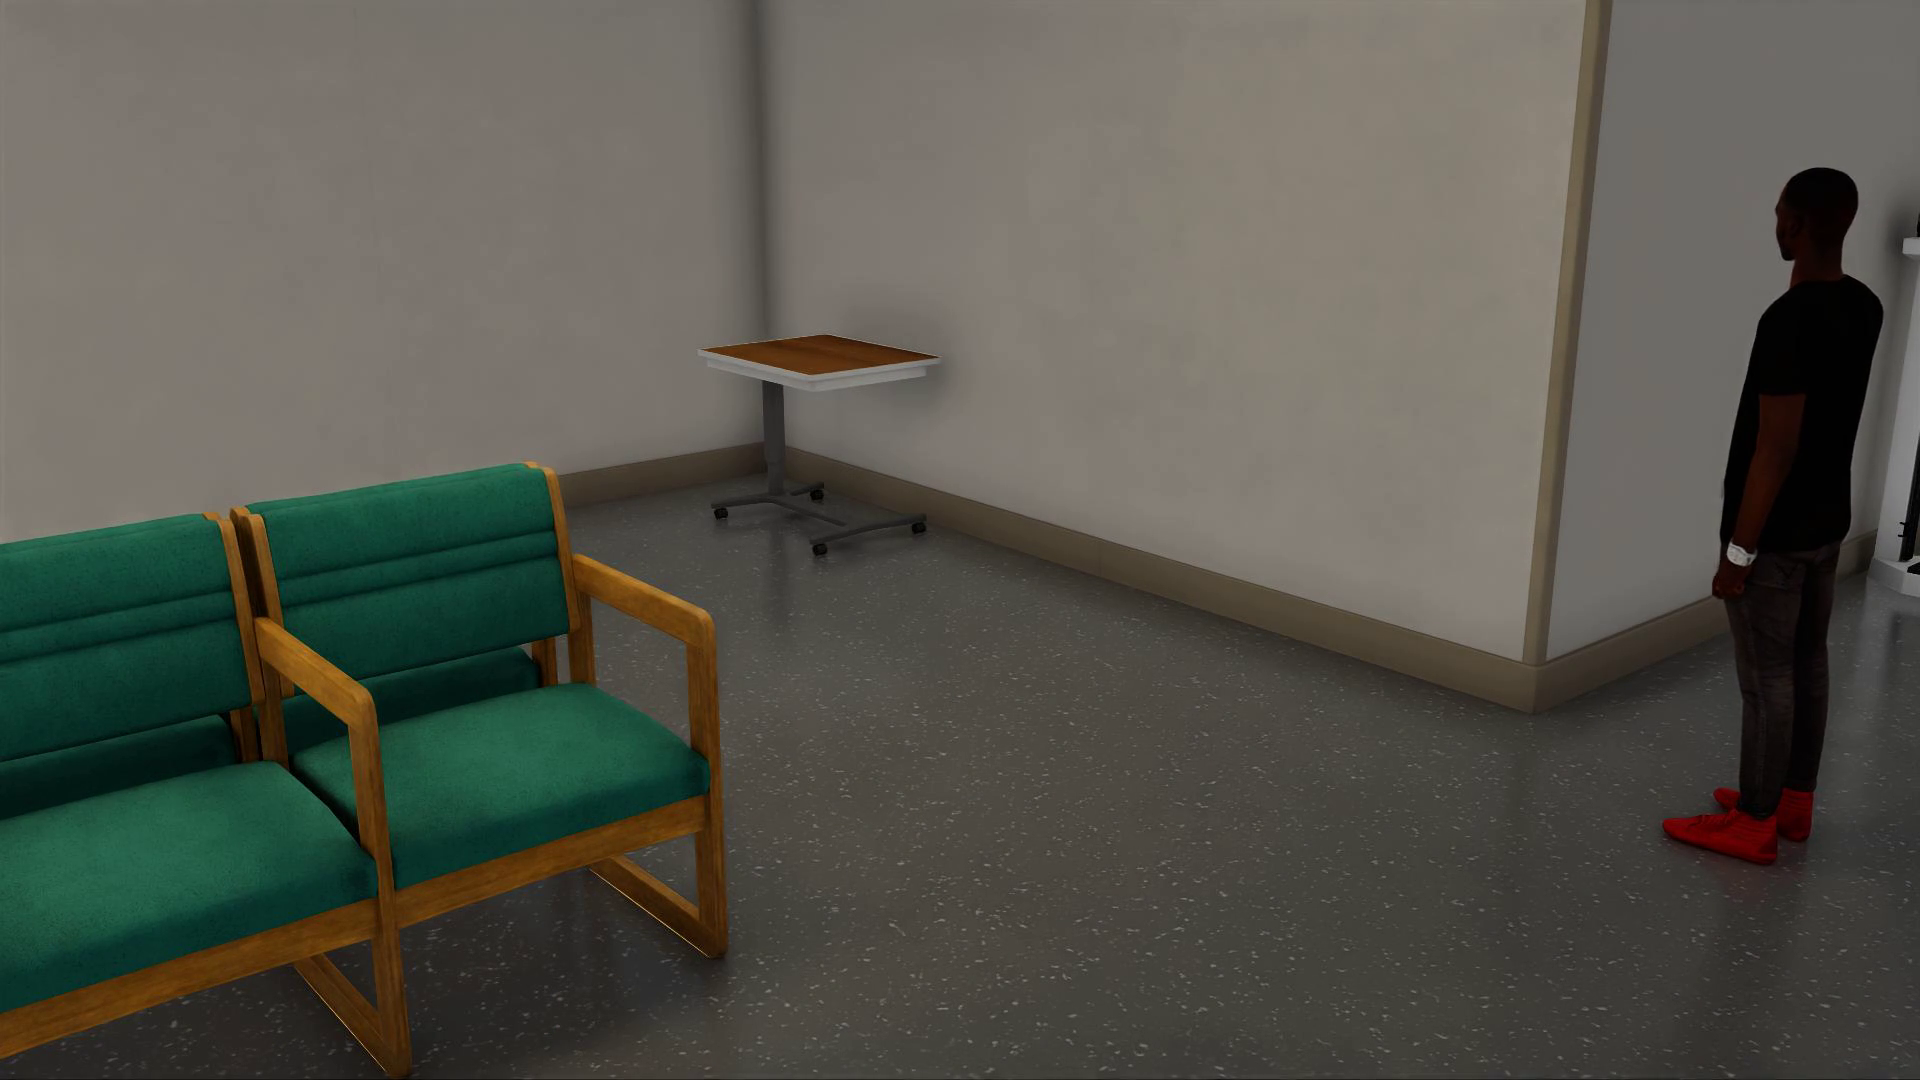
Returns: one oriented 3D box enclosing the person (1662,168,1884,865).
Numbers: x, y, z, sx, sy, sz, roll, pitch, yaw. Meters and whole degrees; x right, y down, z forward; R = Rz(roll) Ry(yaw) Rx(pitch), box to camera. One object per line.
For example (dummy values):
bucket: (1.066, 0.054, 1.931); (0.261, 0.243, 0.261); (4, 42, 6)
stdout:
person: (2.163, -0.047, 4.330); (0.629, 1.805, 0.520); (-12, 20, -36)
